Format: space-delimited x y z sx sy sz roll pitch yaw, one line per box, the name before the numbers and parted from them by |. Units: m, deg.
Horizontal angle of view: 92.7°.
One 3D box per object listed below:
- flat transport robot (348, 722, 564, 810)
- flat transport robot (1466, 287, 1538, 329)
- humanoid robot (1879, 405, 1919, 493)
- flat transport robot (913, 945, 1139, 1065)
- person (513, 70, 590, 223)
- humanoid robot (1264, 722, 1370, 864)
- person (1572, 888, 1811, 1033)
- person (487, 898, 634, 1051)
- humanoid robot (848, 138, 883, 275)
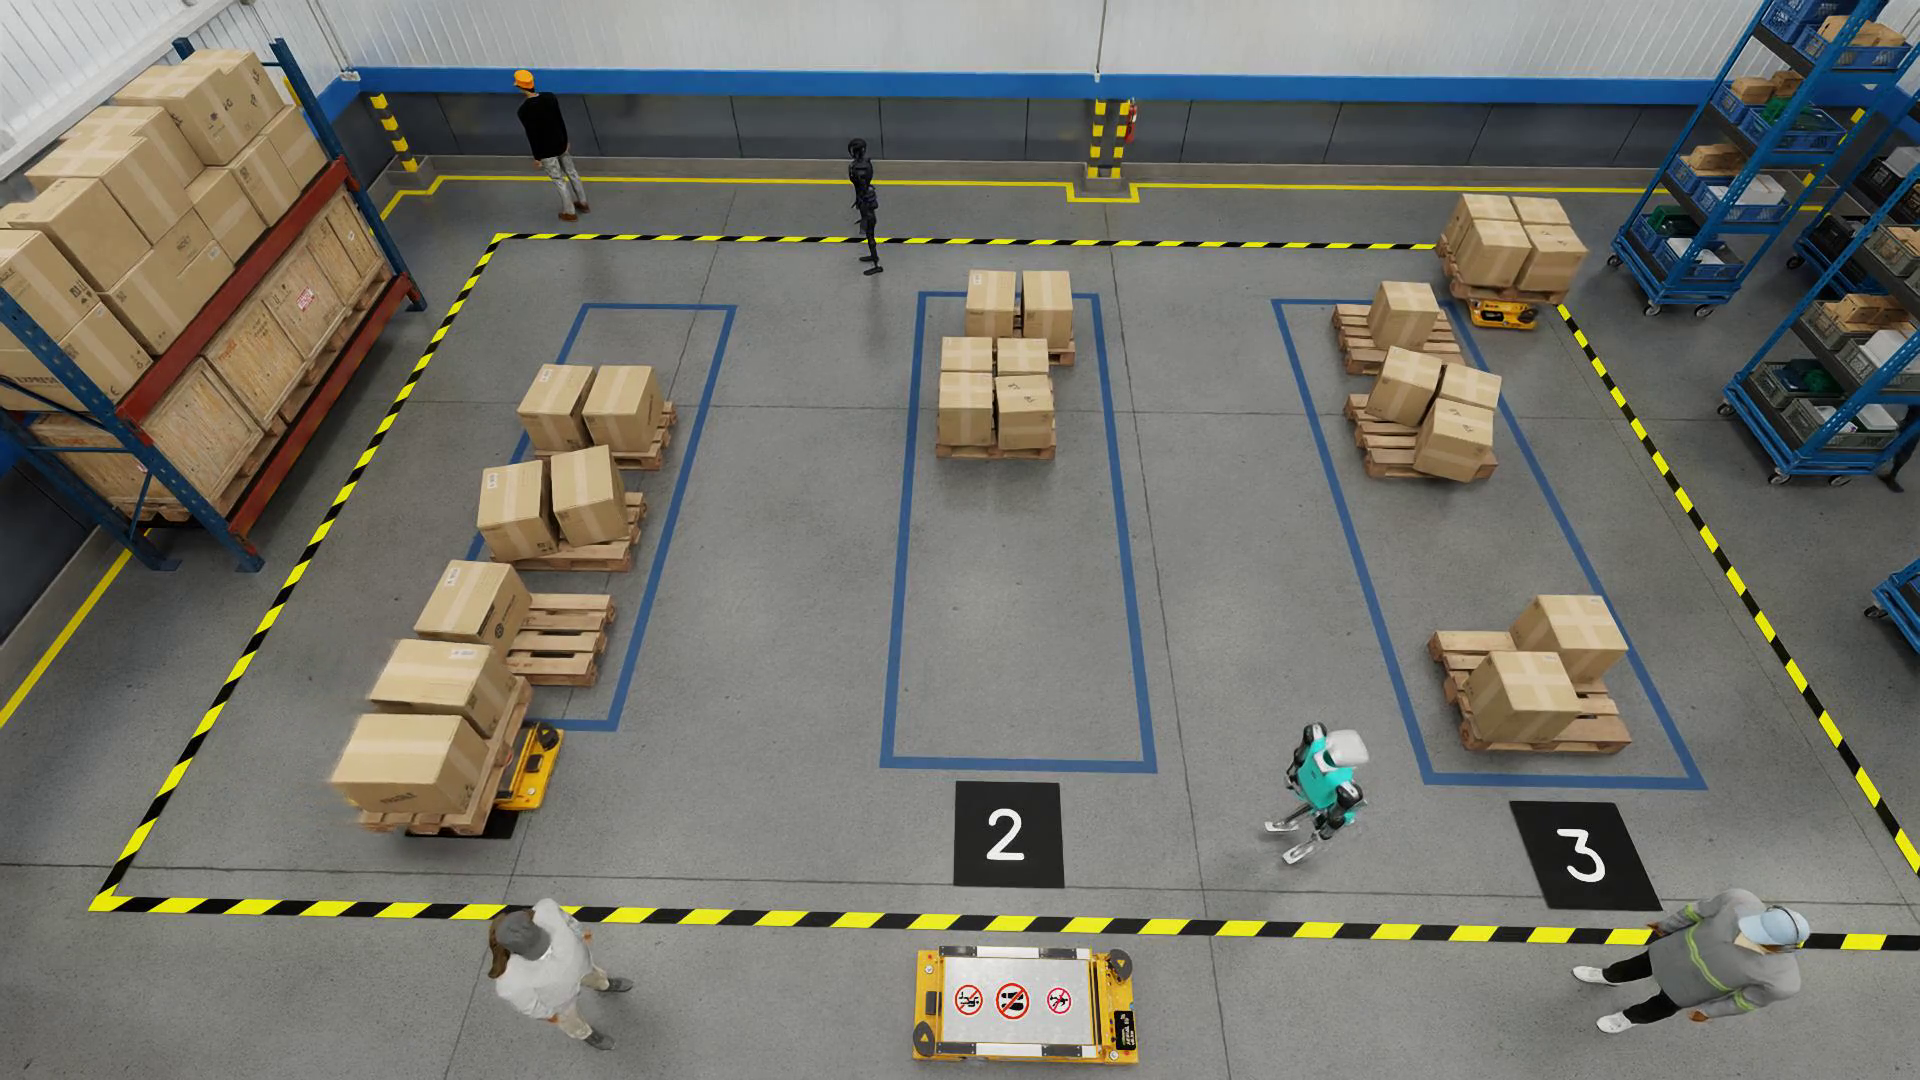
flat transport robot | -3.880 1.722 7.064 1.431 0.197 0.652 1 51 1
flat transport robot | 6.362 -3.061 10.963 0.652 0.197 1.431 5 51 4
humanoid robot | 9.268 -1.261 8.643 0.583 1.634 0.796 -1 51 -1
flat transport robot | 0.422 3.041 6.007 1.431 0.231 0.659 1 51 1
person | -5.104 -4.889 11.433 0.382 1.879 0.585 23 54 18
humanoid robot | 2.504 1.675 6.086 0.735 1.677 0.533 -12 52 -10
person | 4.311 2.517 5.415 0.397 1.848 0.587 -1 51 -1
person | -2.370 2.564 5.431 0.405 1.762 0.564 8 51 6
humanoid robot | -1.121 -3.908 10.755 0.315 1.653 0.599 -8 51 -7
